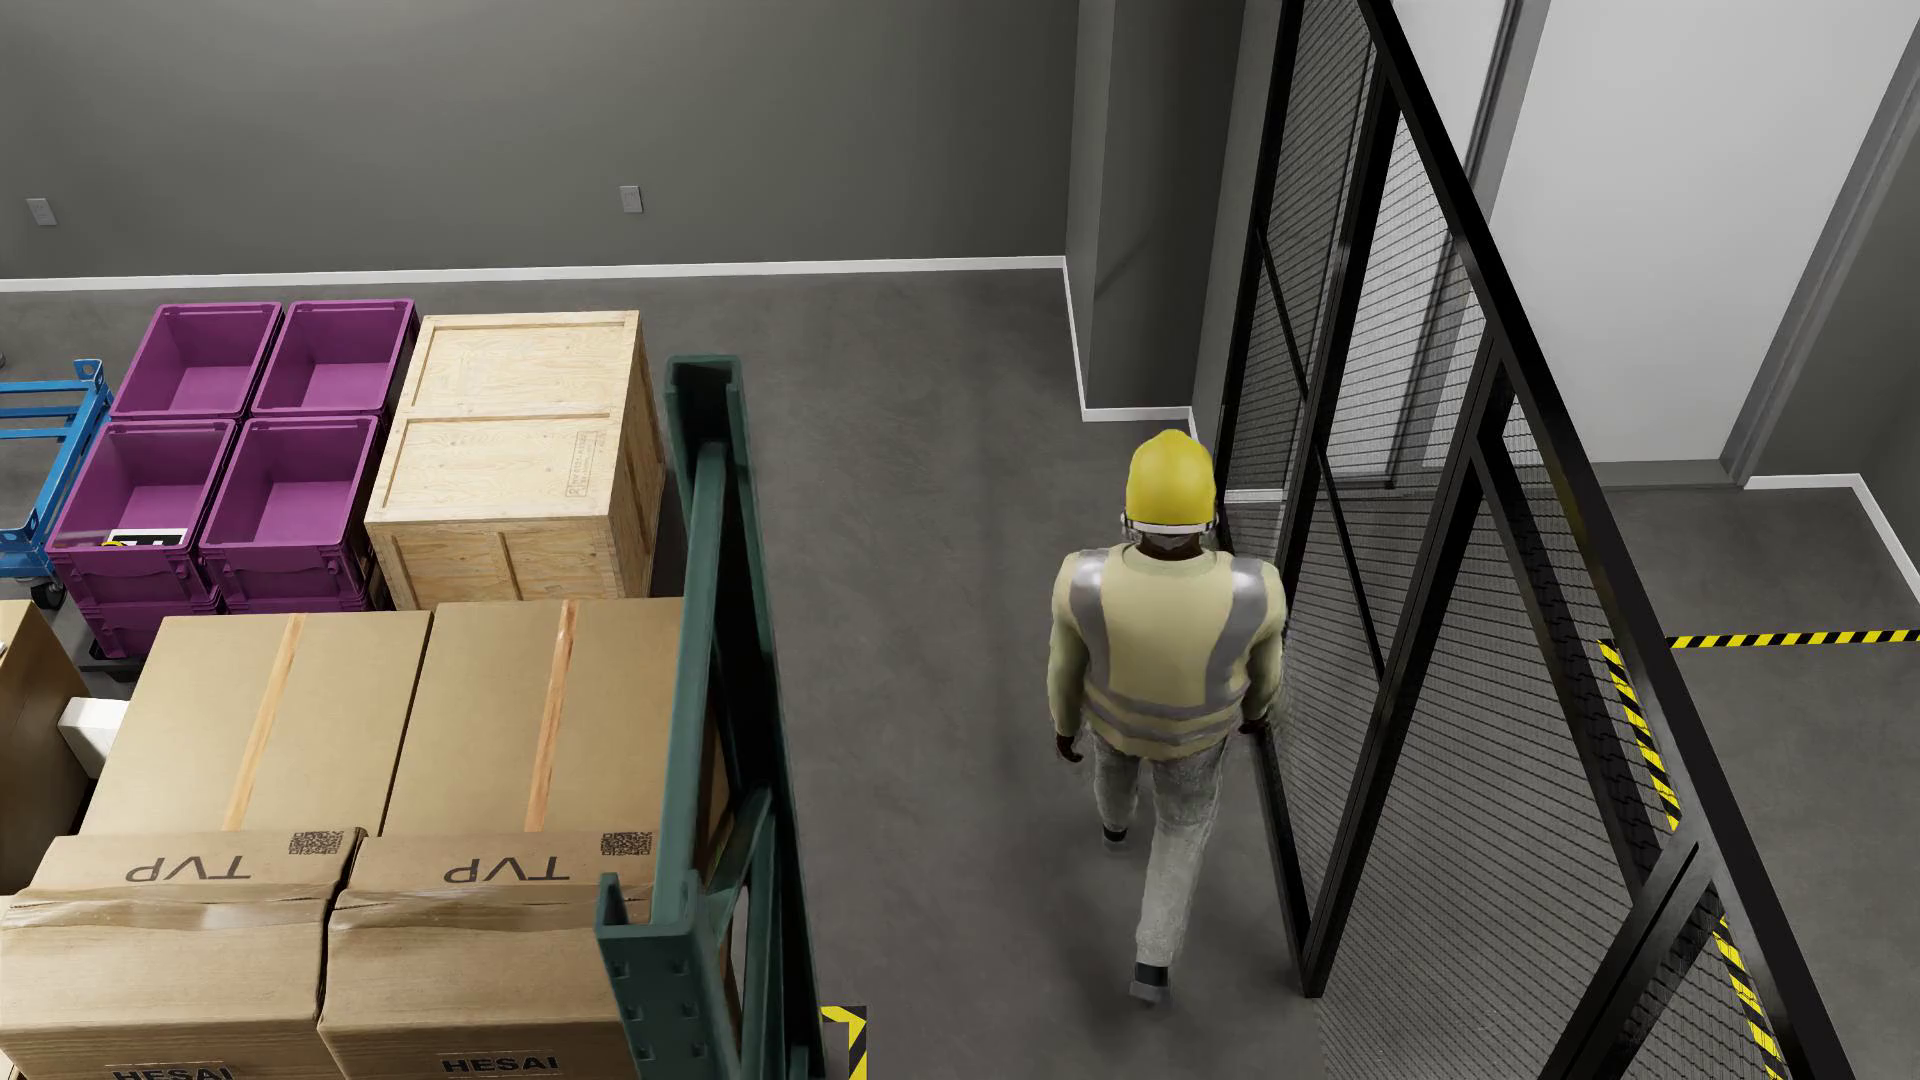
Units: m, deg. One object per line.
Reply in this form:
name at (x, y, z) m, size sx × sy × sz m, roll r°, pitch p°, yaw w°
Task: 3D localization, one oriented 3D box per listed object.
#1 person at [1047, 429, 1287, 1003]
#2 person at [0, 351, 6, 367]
person at (0.518, 0.477, 4.397) m, size 0.595 × 1.803 × 0.834 m, roll 10°, pitch 47°, yaw 9°
person at (-4.038, -1.266, 5.966) m, size 0.372 × 1.940 × 0.630 m, roll -3°, pitch 46°, yaw -3°
